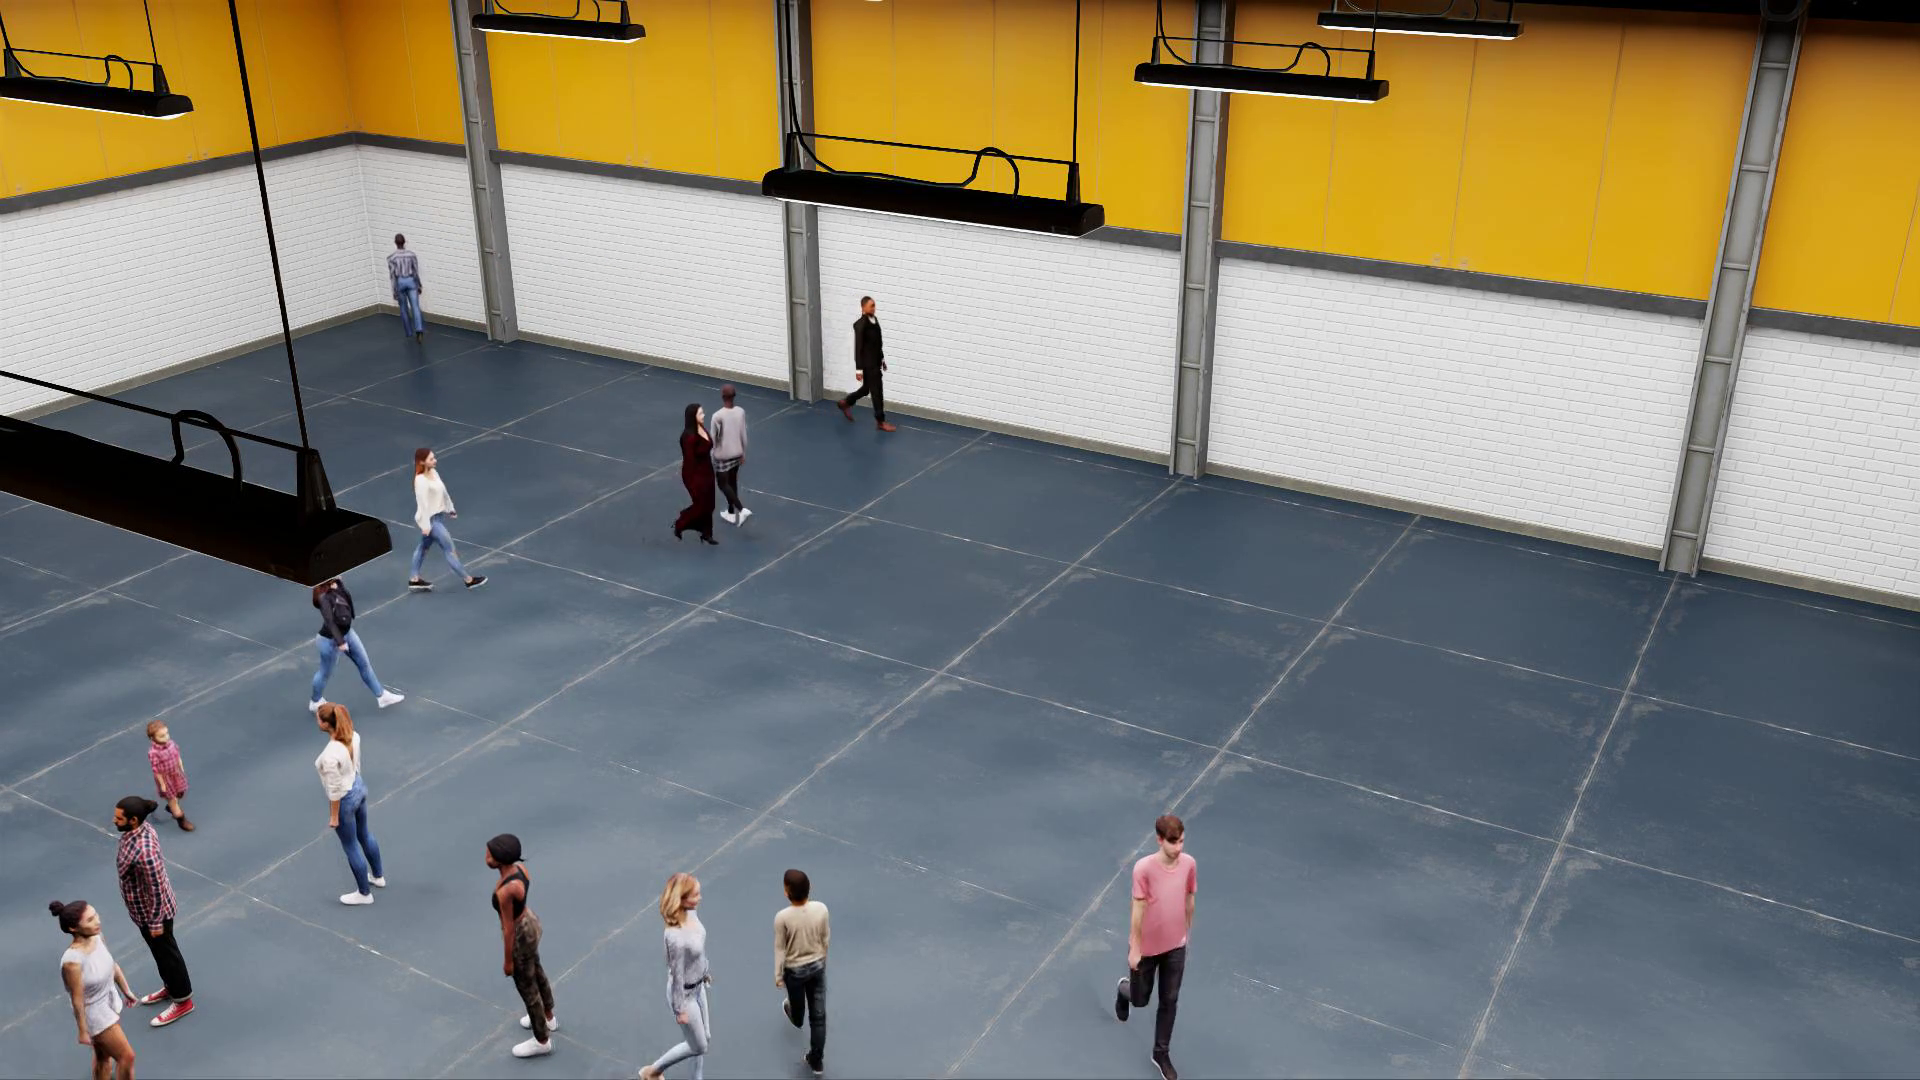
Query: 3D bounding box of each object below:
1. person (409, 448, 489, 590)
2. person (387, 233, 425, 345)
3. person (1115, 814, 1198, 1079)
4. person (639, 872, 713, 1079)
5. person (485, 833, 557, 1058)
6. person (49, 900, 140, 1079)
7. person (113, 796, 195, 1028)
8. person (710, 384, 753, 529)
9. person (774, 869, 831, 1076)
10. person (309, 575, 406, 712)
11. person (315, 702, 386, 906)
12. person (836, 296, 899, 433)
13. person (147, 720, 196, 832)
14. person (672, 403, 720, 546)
[{"bbox_3d":[-5.785,-0.186,17.968,1.193,1.642,1.022,-2,24,-3],"label":"person"},{"bbox_3d":[-8.776,-3.956,26.445,1.030,1.762,1.211,-12,26,-25],"label":"person"},{"bbox_3d":[1.287,2.645,11.114,1.006,1.945,1.090,-8,25,-17],"label":"person"},{"bbox_3d":[-1.838,2.917,10.706,0.916,1.774,0.787,2,24,6],"label":"person"},{"bbox_3d":[-2.971,2.716,11.264,0.686,1.696,0.663,0,24,-1],"label":"person"},{"bbox_3d":[-5.628,3.017,10.698,0.813,1.597,0.752,-2,24,-5],"label":"person"},{"bbox_3d":[-5.636,2.541,11.583,0.834,1.760,0.684,-17,29,-33],"label":"person"},{"bbox_3d":[-2.684,-0.966,19.609,0.807,1.758,1.036,-19,30,-37],"label":"person"},{"bbox_3d":[-1.012,2.922,11.123,0.942,1.430,1.018,-8,25,-18],"label":"person"},{"bbox_3d":[-5.877,0.933,15.478,1.214,1.587,0.992,1,24,2],"label":"person"},{"bbox_3d":[-4.716,2.015,12.831,0.646,1.723,0.679,3,24,7],"label":"person"},{"bbox_3d":[-1.304,-2.423,22.795,1.262,1.875,0.830,9,25,19],"label":"person"},{"bbox_3d":[-6.620,1.949,13.870,0.560,1.013,0.430,10,26,22],"label":"person"},{"bbox_3d":[-3.083,-0.724,19.070,0.890,1.745,0.814,4,24,8],"label":"person"}]
